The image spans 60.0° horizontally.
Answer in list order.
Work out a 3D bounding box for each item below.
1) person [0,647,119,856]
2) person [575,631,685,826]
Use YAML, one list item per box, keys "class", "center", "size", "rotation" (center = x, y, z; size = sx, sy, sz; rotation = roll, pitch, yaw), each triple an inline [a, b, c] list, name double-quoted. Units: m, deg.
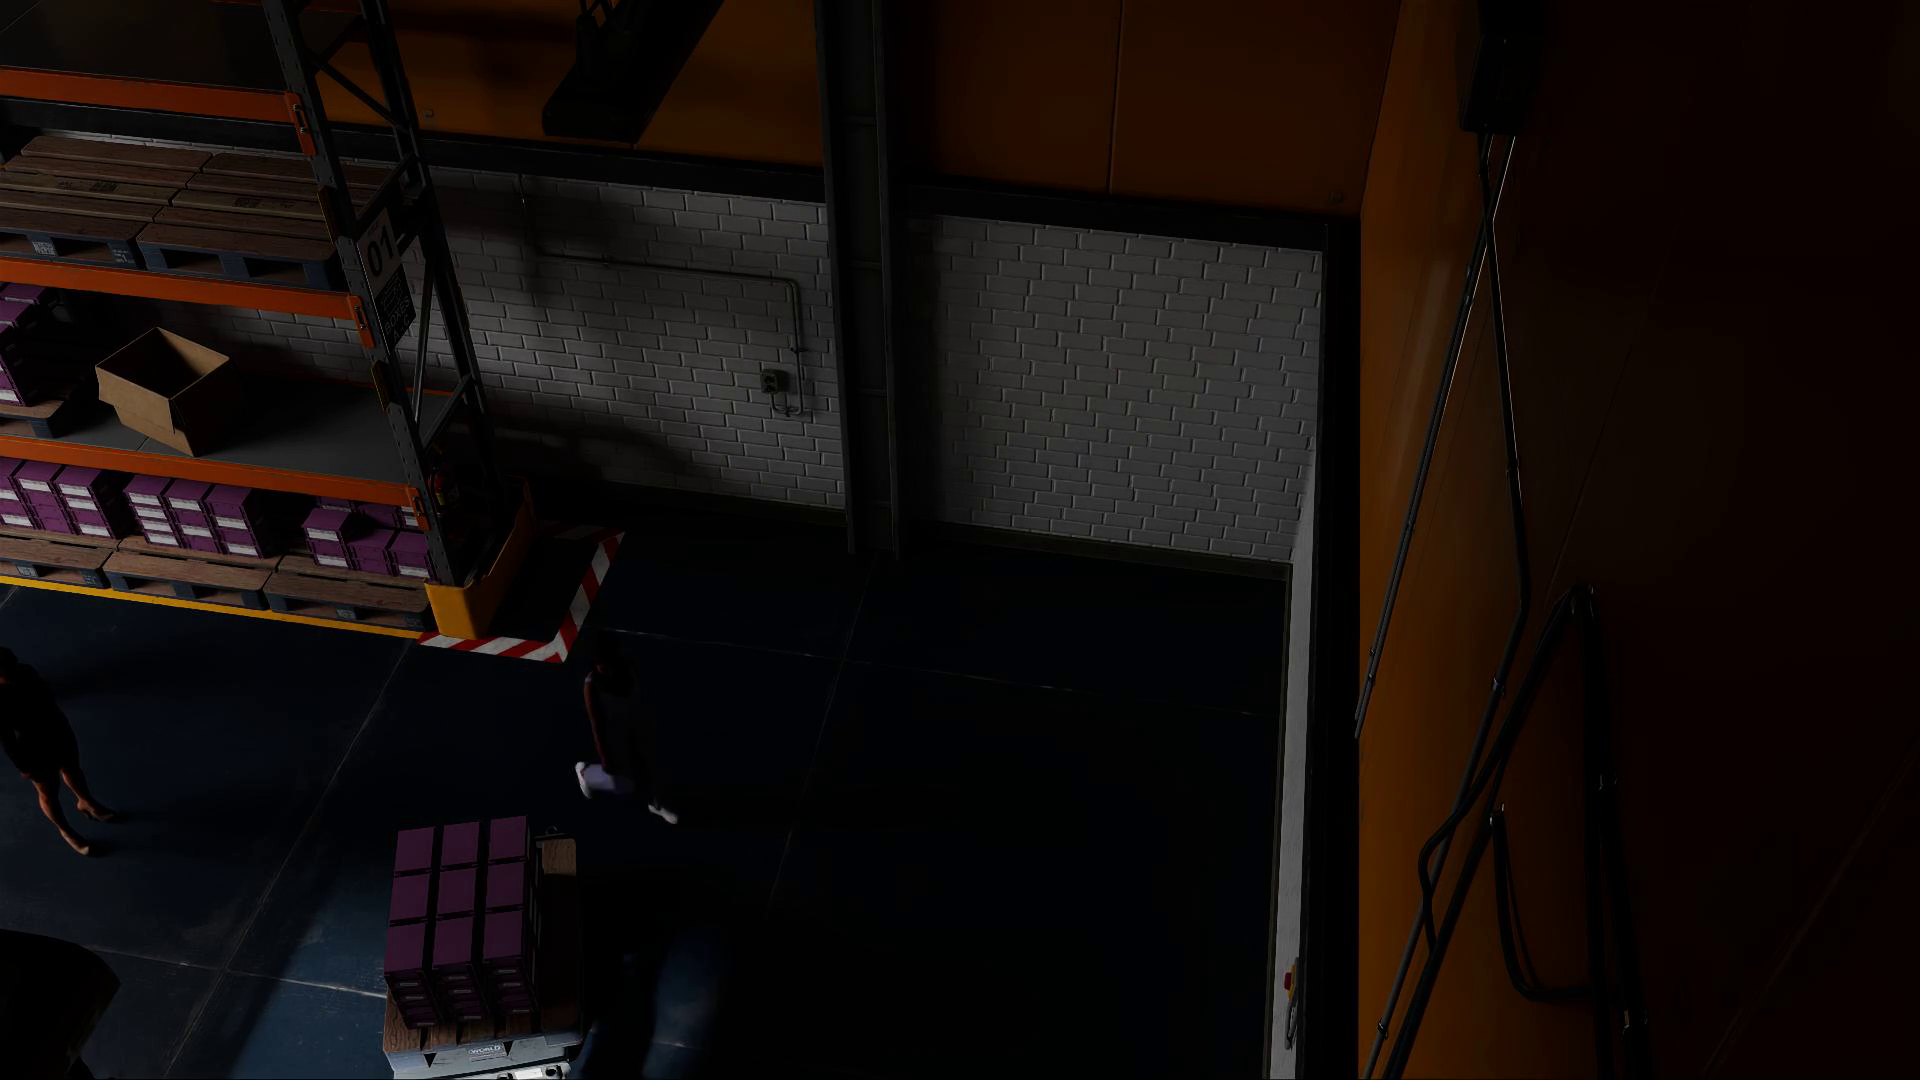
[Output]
- class: "person"
  center: [-5.397, 1.222, 9.811]
  size: [0.611, 1.639, 0.562]
  rotation: [10, 44, 10]
- class: "person"
  center: [-2.076, 1.119, 9.891]
  size: [1.005, 1.678, 0.853]
  rotation: [26, 49, 24]
